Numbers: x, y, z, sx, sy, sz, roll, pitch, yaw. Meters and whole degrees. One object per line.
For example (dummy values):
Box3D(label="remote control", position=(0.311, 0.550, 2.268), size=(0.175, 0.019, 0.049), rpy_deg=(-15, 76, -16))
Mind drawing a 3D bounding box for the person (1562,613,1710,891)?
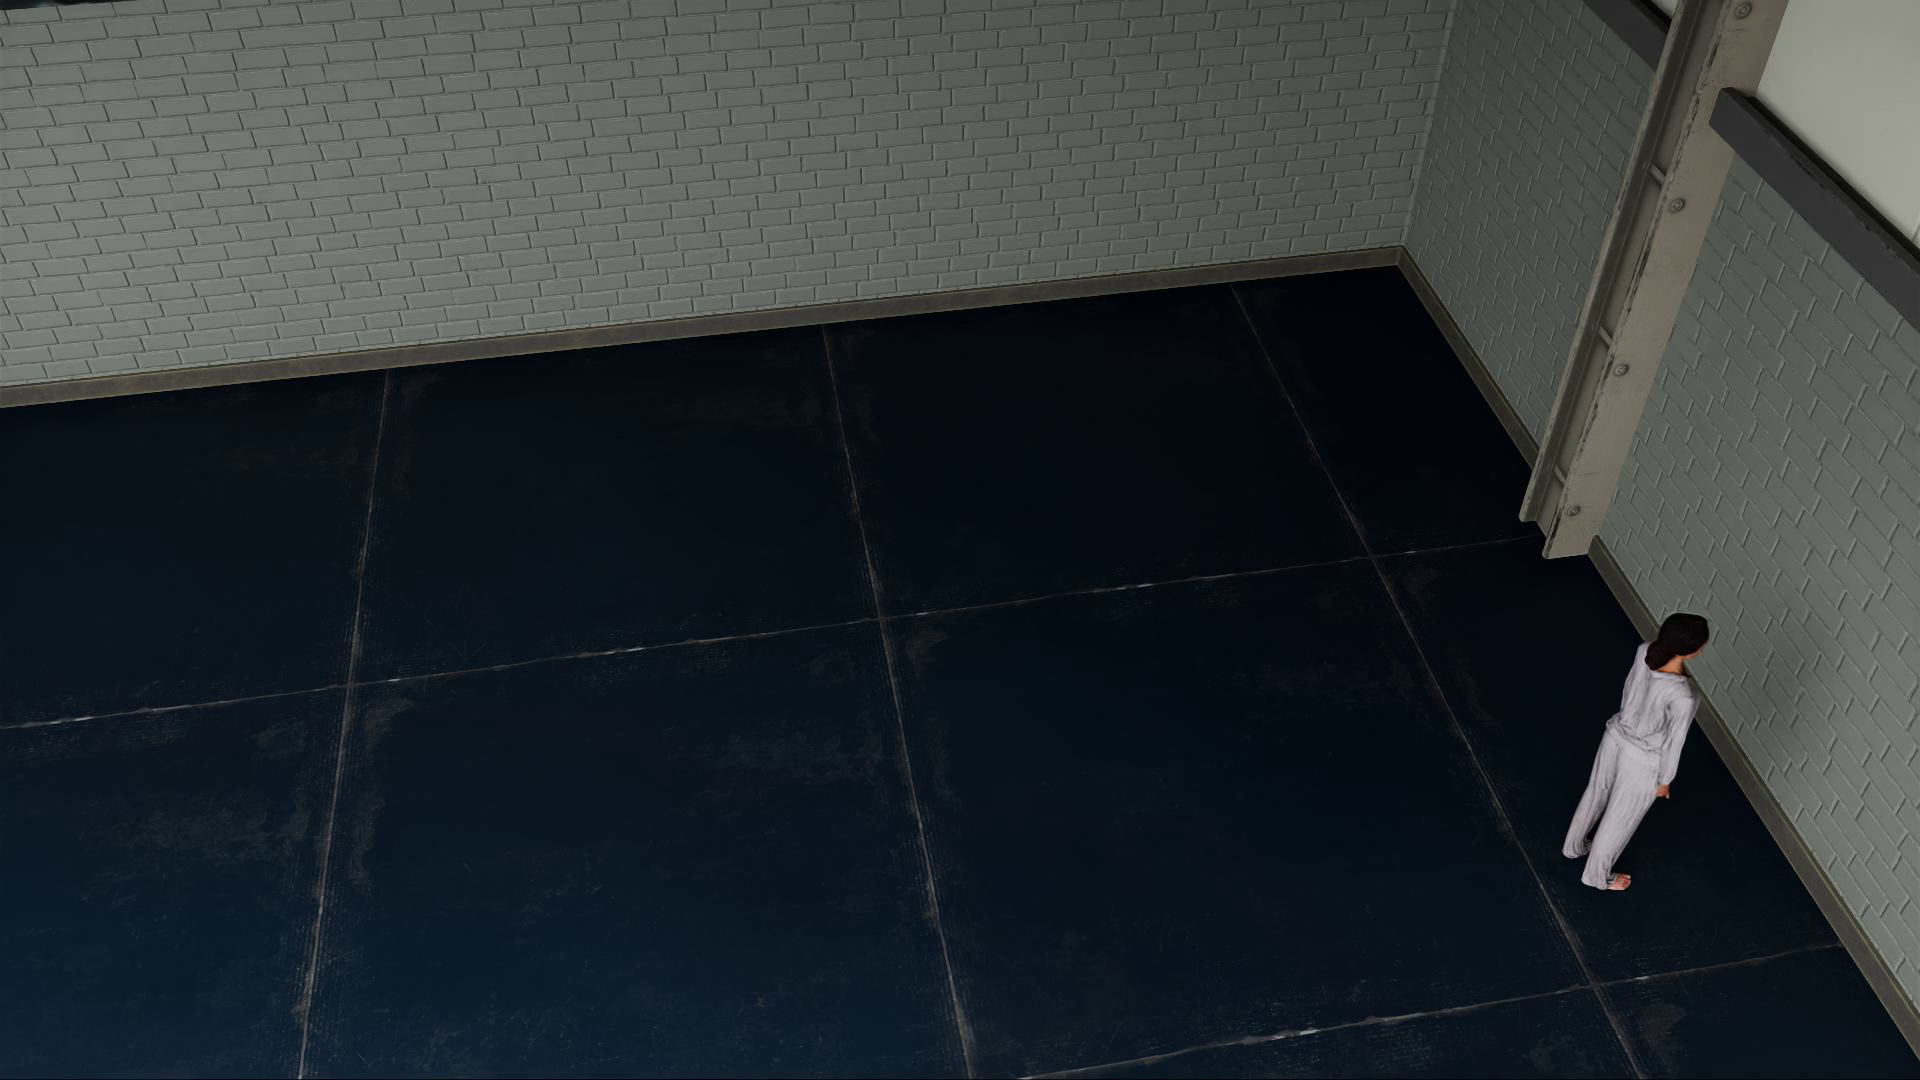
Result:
Box3D(label="person", position=(3.174, 0.990, 7.806), size=(0.651, 1.774, 0.472), rpy_deg=(-8, 44, -9))
